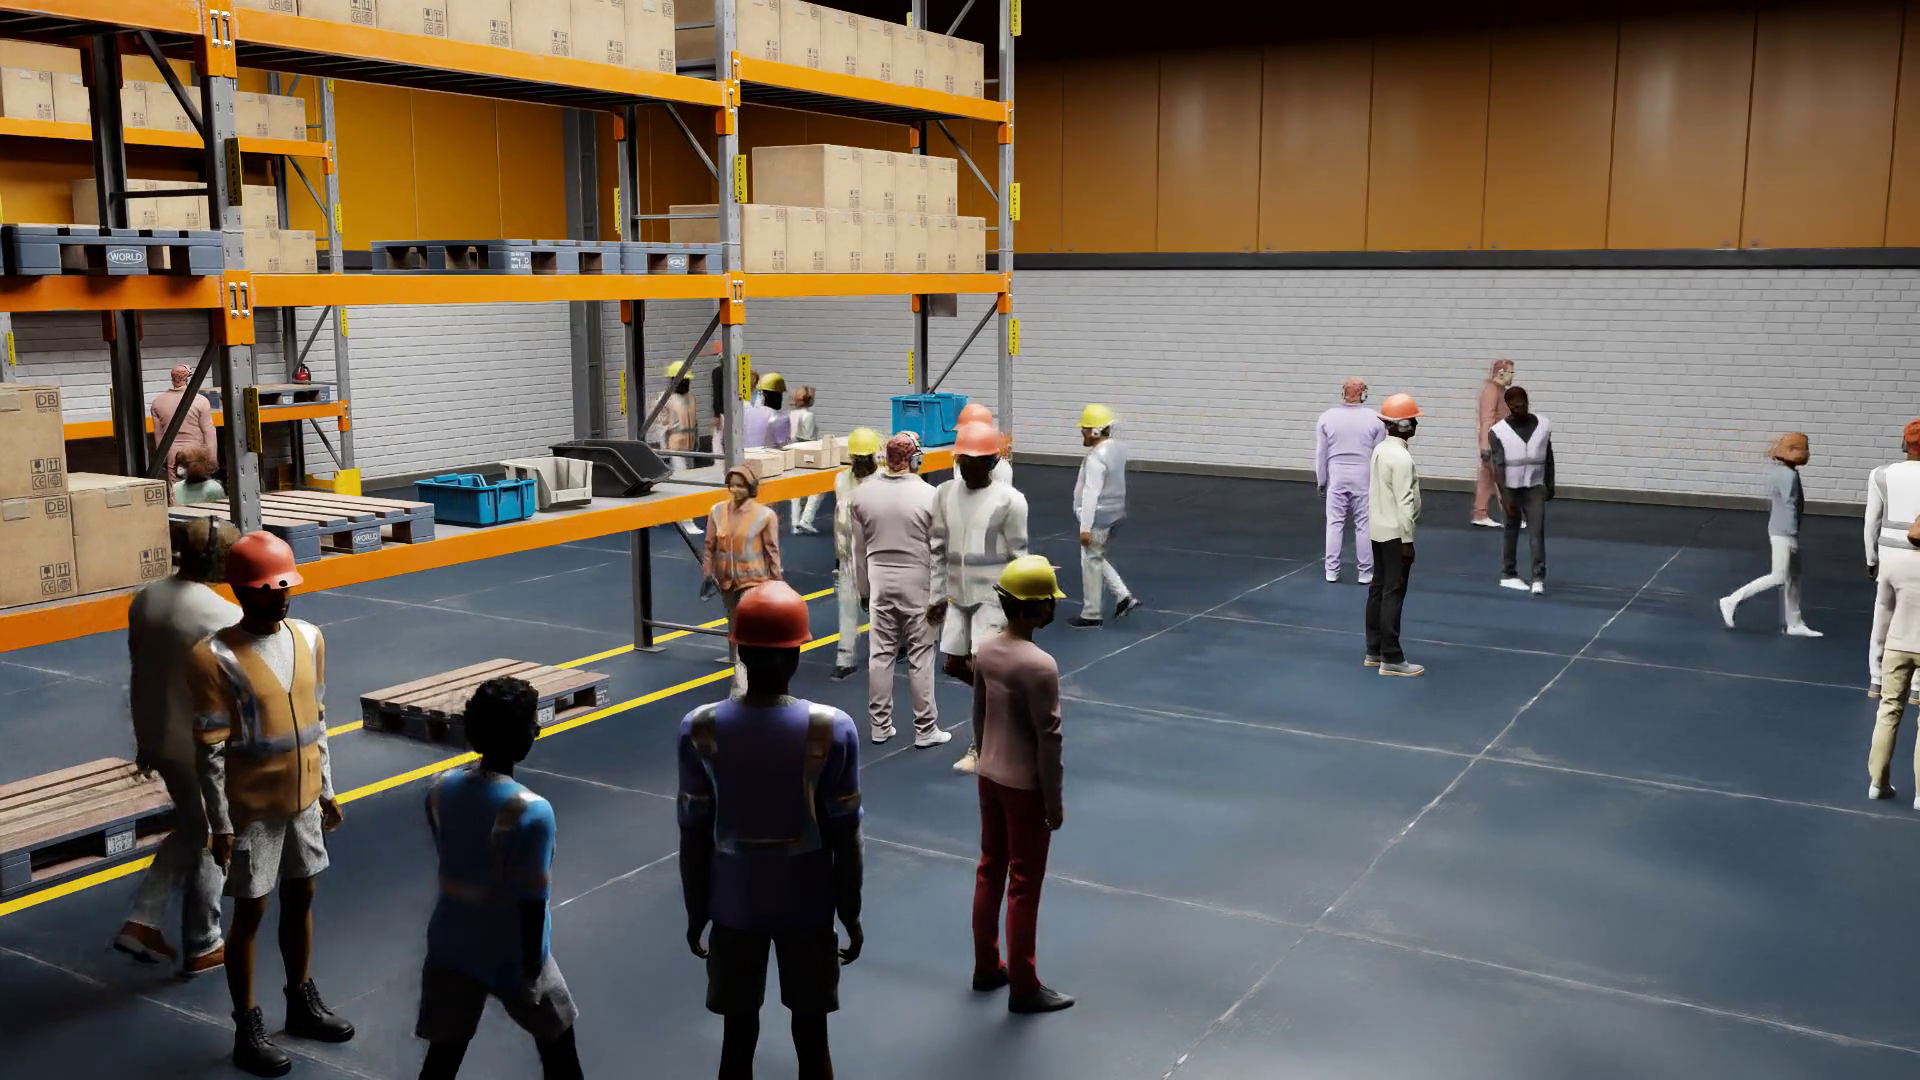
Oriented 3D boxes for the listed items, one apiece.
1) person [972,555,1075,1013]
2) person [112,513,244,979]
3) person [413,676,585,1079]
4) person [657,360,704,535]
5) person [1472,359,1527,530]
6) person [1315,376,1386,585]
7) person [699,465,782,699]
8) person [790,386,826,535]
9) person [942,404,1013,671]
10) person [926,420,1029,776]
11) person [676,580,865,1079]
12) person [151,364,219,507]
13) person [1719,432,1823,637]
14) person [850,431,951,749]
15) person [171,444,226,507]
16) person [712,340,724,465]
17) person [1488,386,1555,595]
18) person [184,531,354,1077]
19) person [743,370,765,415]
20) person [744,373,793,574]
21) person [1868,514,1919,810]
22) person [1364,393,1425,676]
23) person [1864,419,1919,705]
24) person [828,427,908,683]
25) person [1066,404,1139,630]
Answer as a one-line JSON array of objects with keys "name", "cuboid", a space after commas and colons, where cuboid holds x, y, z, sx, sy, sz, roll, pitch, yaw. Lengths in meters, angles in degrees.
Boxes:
[{"name": "person", "cuboid": [0.246, 0.932, 6.461, 0.329, 1.767, 0.529, -5, 10, -30]}, {"name": "person", "cuboid": [-3.038, 0.842, 6.590, 0.657, 1.905, 0.484, 5, 11, 31]}, {"name": "person", "cuboid": [-1.397, 1.224, 5.018, 0.532, 1.641, 0.912, 5, 11, 31]}, {"name": "person", "cuboid": [-3.115, -1.021, 18.228, 0.734, 1.906, 0.592, 5, 11, 30]}, {"name": "person", "cuboid": [6.081, -1.054, 18.458, 0.738, 1.884, 0.678, 4, 10, 23]}, {"name": "person", "cuboid": [3.590, -0.543, 15.230, 0.652, 1.906, 0.403, 4, 10, 23]}, {"name": "person", "cuboid": [-1.415, 0.284, 11.014, 0.511, 1.600, 0.832, 4, 10, 25]}, {"name": "person", "cuboid": [-1.658, -0.851, 18.000, 0.395, 1.621, 0.546, -5, 10, -28]}, {"name": "person", "cuboid": [0.122, 0.010, 11.676, 0.377, 1.938, 0.547, -8, 12, -41]}, {"name": "person", "cuboid": [0.141, 0.304, 9.588, 0.622, 2.024, 0.682, 6, 11, 34]}, {"name": "person", "cuboid": [-0.559, 1.080, 4.997, 0.551, 1.936, 0.356, 0, 9, 1]}, {"name": "person", "cuboid": [-7.975, -0.860, 17.210, 0.639, 1.908, 0.409, 1, 9, 4]}, {"name": "person", "cuboid": [6.408, -0.046, 13.032, 0.684, 1.614, 0.505, 5, 10, 28]}, {"name": "person", "cuboid": [-0.326, 0.300, 9.971, 0.642, 1.908, 0.407, 4, 10, 23]}, {"name": "person", "cuboid": [-5.571, 0.074, 12.336, 0.520, 1.603, 0.819, 3, 10, 21]}, {"name": "person", "cuboid": [-3.070, -1.707, 22.334, 0.644, 1.965, 0.500, -8, 12, -42]}, {"name": "person", "cuboid": [4.980, -0.428, 14.674, 0.674, 1.855, 0.819, 0, 9, -2]}, {"name": "person", "cuboid": [-2.457, 0.925, 5.971, 0.357, 1.937, 0.551, 5, 10, 27]}, {"name": "person", "cuboid": [-2.714, -1.411, 21.584, 0.516, 1.614, 0.749, -3, 10, -20]}, {"name": "person", "cuboid": [-1.744, -0.611, 15.626, 0.624, 1.906, 0.543, 9, 13, 43]}, {"name": "person", "cuboid": [5.113, 0.619, 8.847, 0.270, 1.627, 0.499, -7, 12, -38]}, {"name": "person", "cuboid": [3.087, -0.040, 11.806, 0.375, 1.997, 0.611, -1, 9, -6]}, {"name": "person", "cuboid": [6.297, 0.142, 11.017, 0.353, 1.886, 0.573, -8, 12, -40]}, {"name": "person", "cuboid": [-0.620, 0.071, 11.774, 0.606, 1.791, 0.858, 5, 10, 27]}, {"name": "person", "cuboid": [1.109, -0.174, 13.180, 0.475, 1.819, 0.617, 4, 10, 23]}]
